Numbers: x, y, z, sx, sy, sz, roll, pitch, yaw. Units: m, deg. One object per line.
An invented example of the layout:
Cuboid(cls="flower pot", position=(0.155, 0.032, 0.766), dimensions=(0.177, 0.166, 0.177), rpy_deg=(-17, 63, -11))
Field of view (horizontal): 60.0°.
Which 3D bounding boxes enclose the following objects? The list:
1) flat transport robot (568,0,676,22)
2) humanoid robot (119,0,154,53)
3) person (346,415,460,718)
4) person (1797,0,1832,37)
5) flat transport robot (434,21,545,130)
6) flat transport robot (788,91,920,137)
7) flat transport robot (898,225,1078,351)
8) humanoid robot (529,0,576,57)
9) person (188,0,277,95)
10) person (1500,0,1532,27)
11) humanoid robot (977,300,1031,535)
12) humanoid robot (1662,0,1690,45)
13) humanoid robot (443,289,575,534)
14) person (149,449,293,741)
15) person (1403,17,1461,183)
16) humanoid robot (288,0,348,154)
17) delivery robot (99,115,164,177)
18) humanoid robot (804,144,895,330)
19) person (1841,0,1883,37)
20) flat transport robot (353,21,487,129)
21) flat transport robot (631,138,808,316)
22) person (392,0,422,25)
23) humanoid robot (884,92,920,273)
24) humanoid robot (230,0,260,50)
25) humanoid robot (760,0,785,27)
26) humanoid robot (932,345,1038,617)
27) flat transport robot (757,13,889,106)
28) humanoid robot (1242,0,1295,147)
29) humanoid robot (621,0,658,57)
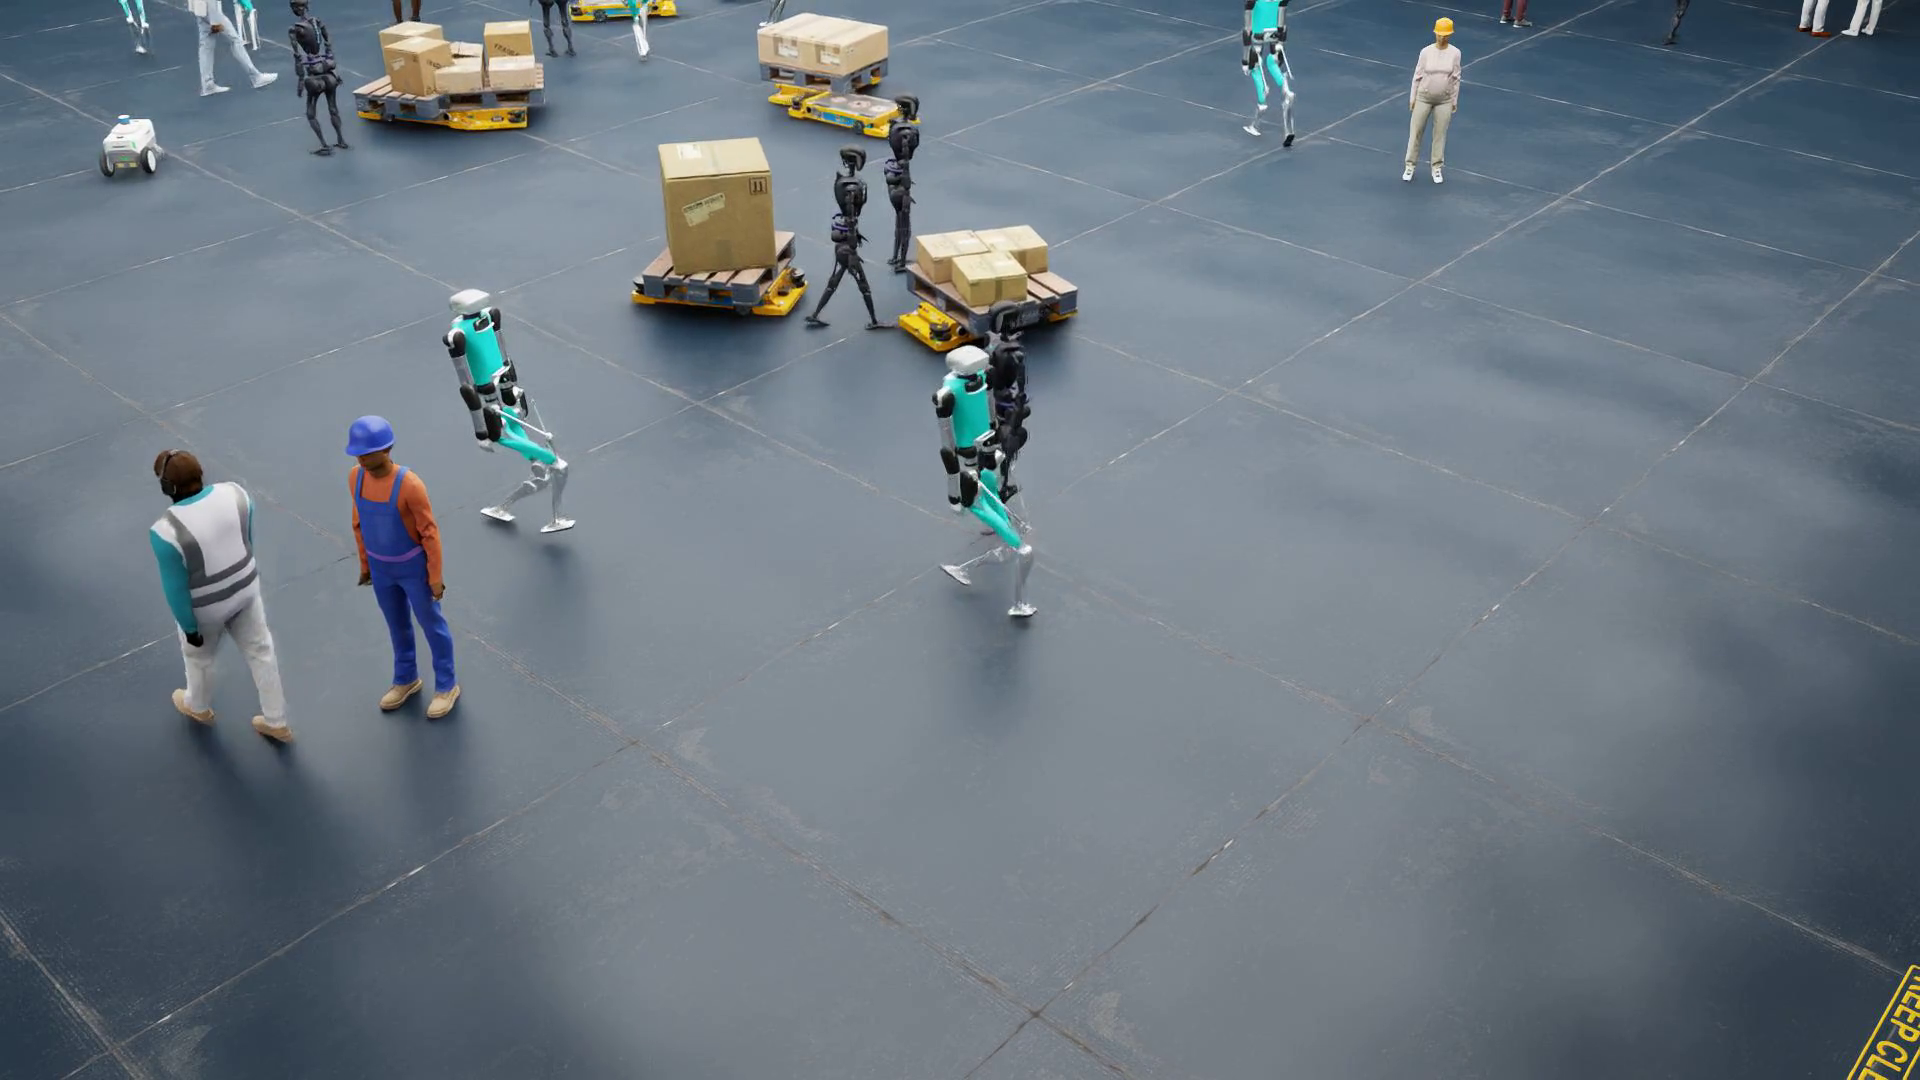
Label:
Cuboid(cls="flat transport robot", position=(-4.696, -7.411, 23.088), dimensions=(1.431, 0.231, 0.659), rpy_deg=(-8, 33, -12))
Cuboid(cls="humanoid robot", position=(-10.471, -6.948, 20.982), dimensions=(0.551, 1.808, 0.788), rpy_deg=(-18, 36, -27))
Cuboid(cls="person", position=(-3.145, 0.147, 9.363), dimensions=(0.522, 1.910, 0.368), rpy_deg=(10, 33, 16))
Cuboid(cls="person", position=(11.454, -7.571, 21.870), dimensions=(0.367, 1.829, 0.501), rpy_deg=(-7, 33, -12))
Cuboid(cls="flat transport robot", position=(-5.413, -5.058, 19.299), dimensions=(0.659, 0.231, 1.431), rpy_deg=(-6, 32, -10))
Cuboid(cls="flat transport robot", position=(-1.216, -4.895, 19.036), dimensions=(1.431, 0.231, 0.659), rpy_deg=(21, 38, 30))
Cuboid(cls="flat transport robot", position=(0.243, -1.975, 14.334), dimensions=(1.431, 0.231, 0.659), rpy_deg=(-18, 36, -27))
Cuboid(cls="humanoid robot", position=(-5.170, -6.975, 21.065), dimensions=(0.615, 1.635, 0.441), rpy_deg=(-24, 39, -33))
Cuboid(cls="person", position=(-8.756, -6.270, 19.730), dimensions=(0.929, 1.882, 0.594), rpy_deg=(-26, 40, -36))
Cuboid(cls="person", position=(7.603, -7.821, 22.293), dimensions=(0.380, 1.806, 0.548), rpy_deg=(-16, 35, -24))
Cuboid(cls="humanoid robot", position=(0.289, -0.818, 11.135), dimensions=(0.375, 1.653, 0.587), rpy_deg=(-17, 36, -25))
Cuboid(cls="humanoid robot", position=(9.462, -7.292, 21.571), dimensions=(0.557, 1.639, 0.596), rpy_deg=(-13, 34, -20))
Cuboid(cls="humanoid robot", position=(-2.870, -0.784, 11.058), dimensions=(0.981, 1.753, 0.538), rpy_deg=(10, 33, 15))
Cuboid(cls="person", position=(-4.195, 0.287, 9.236), dimensions=(0.891, 1.806, 0.625), rpy_deg=(19, 37, 28))
Cuboid(cls="person", position=(4.865, -4.510, 17.069), dimensions=(0.482, 1.694, 0.335), rpy_deg=(6, 32, 9))
Cuboid(cls="humanoid robot", position=(-6.926, -5.027, 17.917), dimensions=(0.337, 1.642, 0.611), rpy_deg=(12, 34, 18))
Cuboid(cls="delivery robot", position=(-8.784, -4.179, 17.625), dimensions=(0.525, 0.608, 0.779), rpy_deg=(-4, 32, -7))
Cuboid(cls="humanoid robot", position=(-0.952, -2.528, 13.946), dimensions=(0.785, 1.628, 0.589), rpy_deg=(-2, 32, -3))
Cuboid(cls="person", position=(12.039, -7.456, 21.859), dimensions=(0.510, 1.640, 0.306), rpy_deg=(-6, 32, -10))
Cuboid(cls="flat transport robot", position=(-6.145, -4.989, 19.187), dimensions=(1.431, 0.231, 0.659), rpy_deg=(10, 33, 15))
Cuboid(cls="flat transport robot", position=(-2.127, -2.266, 14.804), dimensions=(1.431, 0.231, 0.659), rpy_deg=(7, 32, 11))
Cuboid(cls="person", position=(-7.336, -7.582, 21.772), dimensions=(0.648, 1.940, 0.548), rpy_deg=(9, 33, 14))
Cuboid(cls="humanoid robot", position=(-0.521, -3.232, 15.026), dimensions=(0.334, 1.649, 0.609), rpy_deg=(-4, 32, -6))
Cuboid(cls="humanoid robot", position=(-9.299, -7.130, 21.239), dimensions=(0.533, 1.759, 0.760), rpy_deg=(6, 32, 10))
Cuboid(cls="humanoid robot", position=(-2.560, -7.614, 22.123), dimensions=(0.779, 1.864, 0.542), rpy_deg=(15, 35, 23))
Cuboid(cls="humanoid robot", position=(0.260, -0.310, 10.261), dimensions=(0.961, 1.743, 0.533), rpy_deg=(22, 38, 31))
Cuboid(cls="flat transport robot", position=(-1.604, -5.457, 19.941), dimensions=(0.659, 0.231, 1.431), rpy_deg=(18, 36, 26))
Cuboid(cls="humanoid robot", position=(3.451, -5.159, 18.092), dimensions=(0.538, 1.790, 0.924), rpy_deg=(-12, 34, -18))
Cuboid(cls="humanoid robot", position=(-4.083, -6.960, 20.974), dimensions=(0.542, 1.725, 1.019), rpy_deg=(-9, 33, -14))
